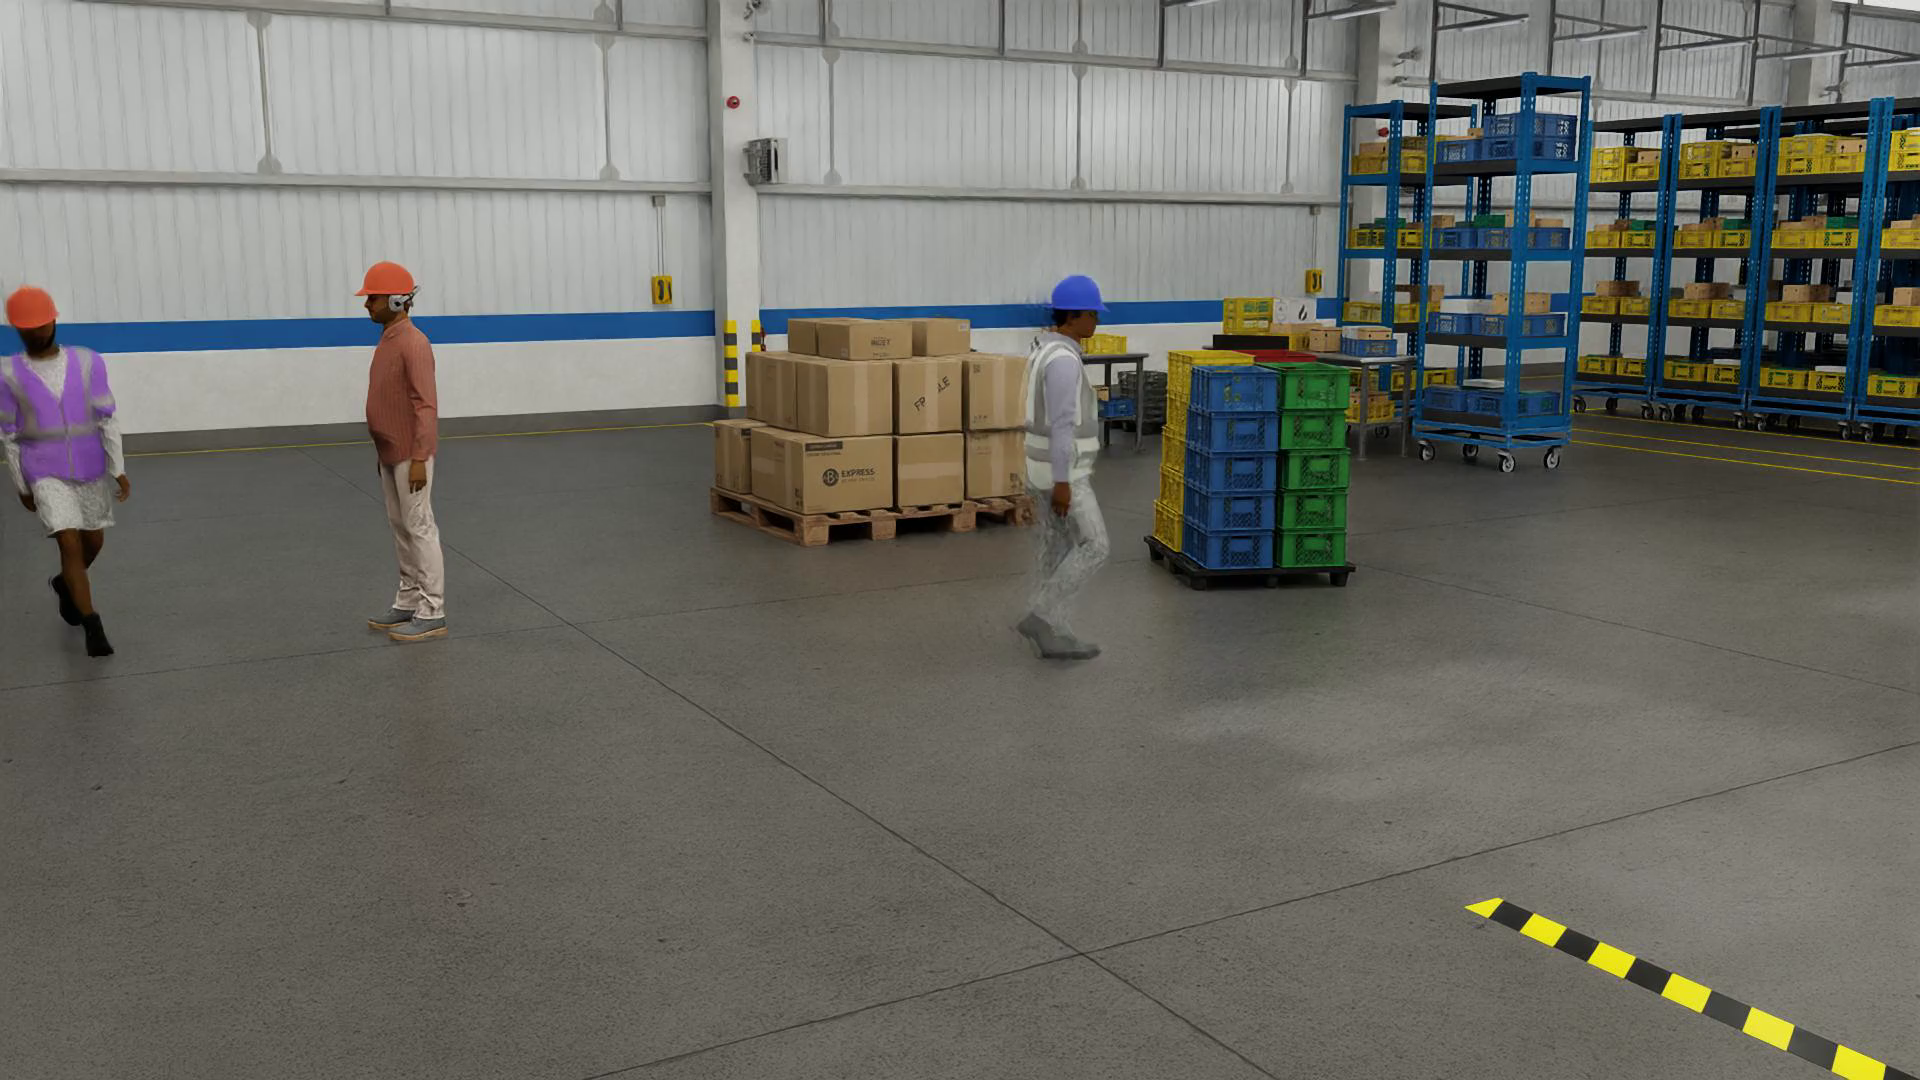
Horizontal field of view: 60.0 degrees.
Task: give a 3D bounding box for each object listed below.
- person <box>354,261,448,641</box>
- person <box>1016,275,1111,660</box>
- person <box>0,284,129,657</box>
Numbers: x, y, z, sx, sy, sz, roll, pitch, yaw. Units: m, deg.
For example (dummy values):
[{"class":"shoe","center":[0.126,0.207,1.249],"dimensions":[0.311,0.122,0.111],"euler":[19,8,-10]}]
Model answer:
[{"class":"person","center":[-2.969,-0.471,8.842],"dimensions":[0.381,1.994,0.622],"euler":[-7,12,-36]},{"class":"person","center":[0.538,-0.338,8.256],"dimensions":[0.441,1.933,0.639],"euler":[0,10,1]},{"class":"person","center":[-4.668,-0.377,8.607],"dimensions":[0.569,1.896,0.883],"euler":[-9,13,-41]}]
